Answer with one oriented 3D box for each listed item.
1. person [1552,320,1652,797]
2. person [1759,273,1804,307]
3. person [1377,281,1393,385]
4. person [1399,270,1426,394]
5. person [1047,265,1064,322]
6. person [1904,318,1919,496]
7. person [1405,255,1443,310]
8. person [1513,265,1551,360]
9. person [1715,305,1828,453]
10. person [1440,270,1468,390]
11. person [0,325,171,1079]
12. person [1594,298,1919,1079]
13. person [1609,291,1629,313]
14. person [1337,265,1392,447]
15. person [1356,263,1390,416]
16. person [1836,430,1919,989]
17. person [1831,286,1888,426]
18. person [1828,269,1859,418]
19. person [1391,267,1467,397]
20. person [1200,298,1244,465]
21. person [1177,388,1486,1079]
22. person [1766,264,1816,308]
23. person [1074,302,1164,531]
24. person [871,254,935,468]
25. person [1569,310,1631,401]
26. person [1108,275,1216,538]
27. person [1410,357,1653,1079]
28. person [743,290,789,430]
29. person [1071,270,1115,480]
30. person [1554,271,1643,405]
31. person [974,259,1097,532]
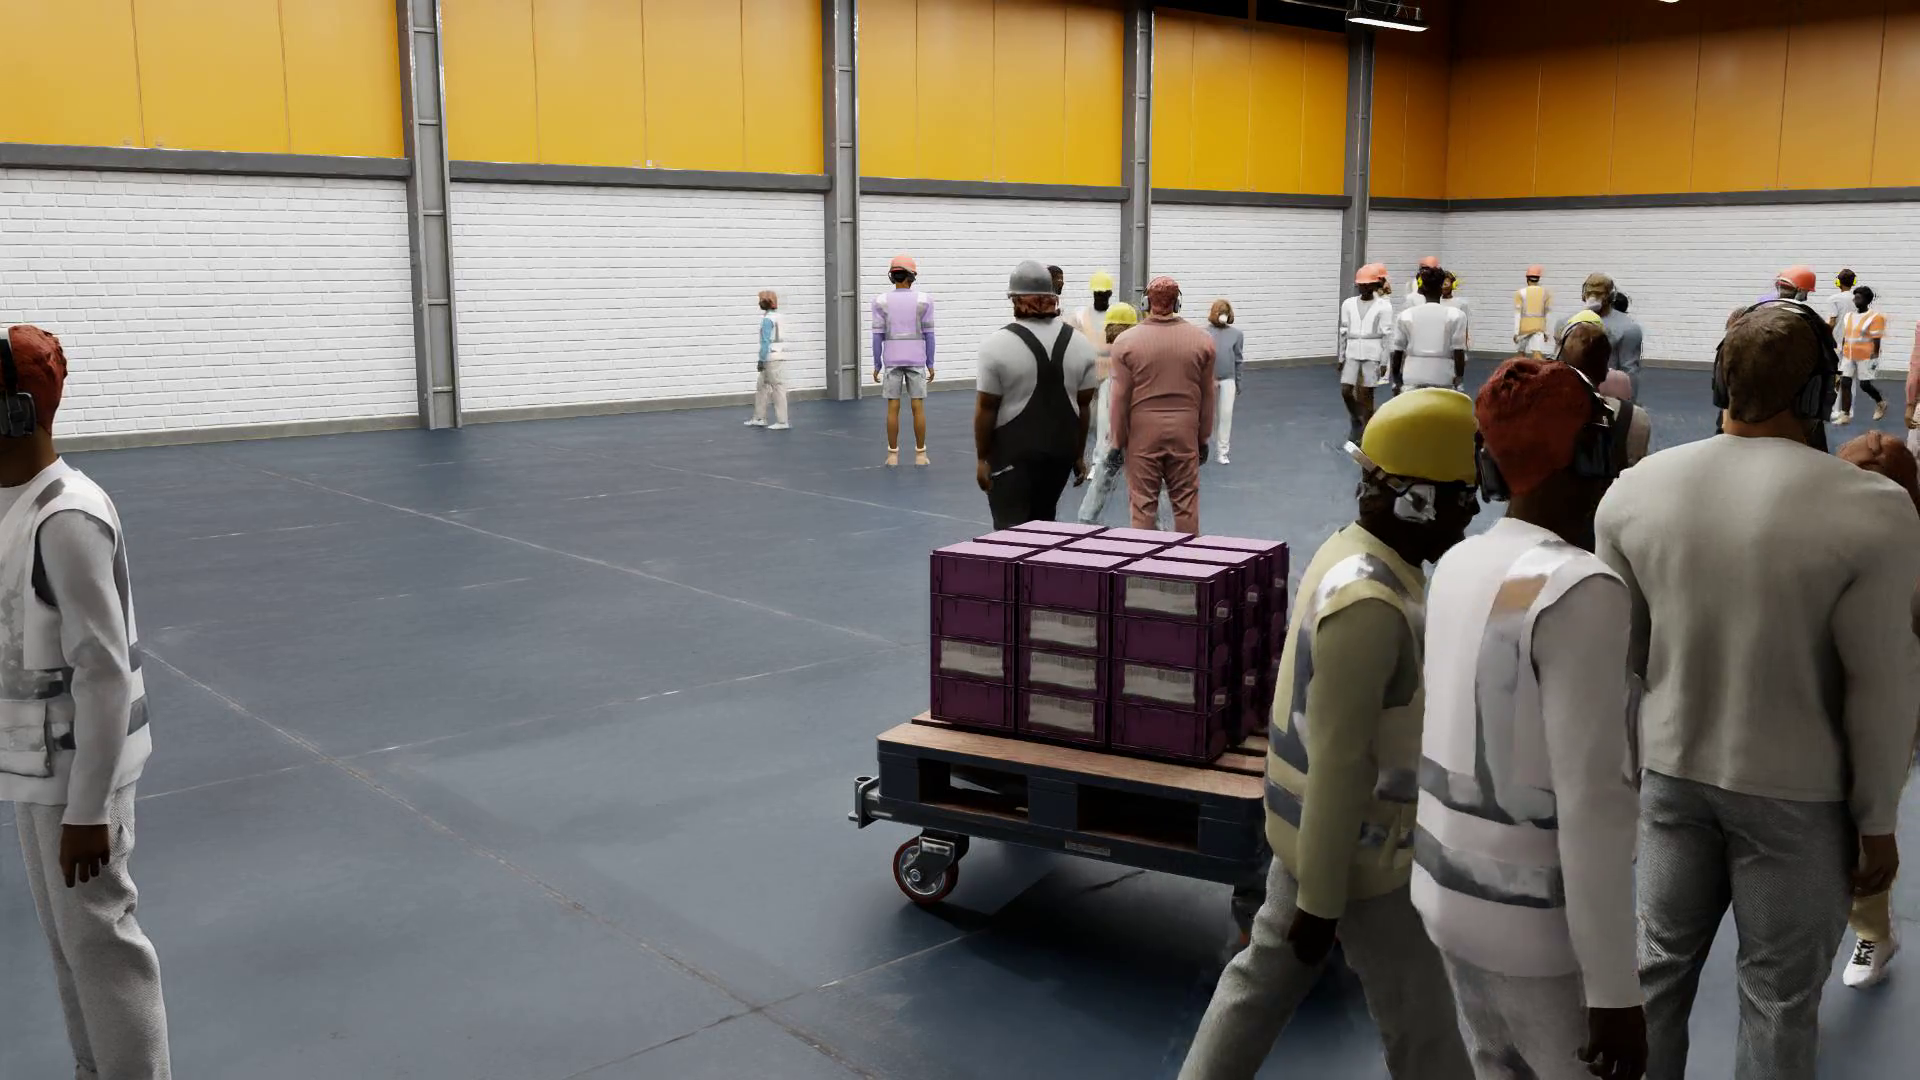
[{"bbox_3d":[2.284,0.113,6.003,0.525,1.806,0.968,-2,10,-10],"label":"person"},{"bbox_3d":[11.320,-2.798,23.021,0.580,1.807,0.945,5,11,28],"label":"person"},{"bbox_3d":[6.664,-3.266,26.245,0.307,1.638,0.511,0,10,-1],"label":"person"},{"bbox_3d":[5.915,-2.556,21.478,0.503,1.853,0.371,-8,12,-38],"label":"person"},{"bbox_3d":[0.978,-2.100,18.600,0.373,1.915,0.596,1,10,6],"label":"person"},{"bbox_3d":[7.073,-0.984,11.942,0.630,1.955,0.775,2,10,10],"label":"person"},{"bbox_3d":[7.013,-3.282,25.178,0.637,2.030,0.588,8,13,40],"label":"person"},{"bbox_3d":[8.576,-3.162,24.901,0.560,1.900,0.934,0,10,2],"label":"person"},{"bbox_3d":[4.230,-0.350,8.798,0.968,1.767,0.669,-2,10,-10],"label":"person"},{"bbox_3d":[5.654,-2.228,19.538,0.522,1.851,0.390,8,13,41],"label":"person"},{"bbox_3d":[-1.897,0.493,3.511,0.337,1.882,0.584,-8,12,-39],"label":"person"},{"bbox_3d":[1.564,0.496,3.336,0.374,1.941,0.627,-8,13,-39],"label":"person"},{"bbox_3d":[6.379,-1.575,16.203,0.404,1.680,0.544,-1,10,-4],"label":"person"},{"bbox_3d":[4.267,-1.937,17.618,0.577,1.924,0.399,6,11,30],"label":"person"},{"bbox_3d":[5.213,-2.527,21.037,0.379,1.937,0.547,1,10,4],"label":"person"},{"bbox_3d":[2.355,0.494,4.371,0.858,1.586,0.504,-7,12,-36],"label":"person"},{"bbox_3d":[10.780,-2.191,19.838,0.650,1.678,0.538,-4,11,-23],"label":"person"},{"bbox_3d":[11.040,-2.453,20.827,0.516,1.863,0.325,-2,10,-10],"label":"person"},{"bbox_3d":[4.094,-1.406,14.509,0.636,1.917,0.967,4,10,21],"label":"person"},{"bbox_3d":[2.534,-1.575,16.383,0.506,1.611,0.688,0,10,-1],"label":"person"},{"bbox_3d":[0.819,0.578,3.342,0.958,1.777,0.617,2,10,9],"label":"person"},{"bbox_3d":[6.132,-1.095,12.579,0.631,1.964,0.750,8,12,37],"label":"person"},{"bbox_3d":[0.994,-0.722,11.117,0.849,1.701,0.508,-1,10,-5],"label":"person"},{"bbox_3d":[-0.537,-1.698,15.896,0.605,2.036,0.393,0,10,0],"label":"person"},{"bbox_3d":[3.516,-0.440,9.454,0.533,1.727,0.900,5,11,26],"label":"person"},{"bbox_3d":[1.190,-0.609,9.896,0.639,1.911,0.402,-1,10,-7],"label":"person"},{"bbox_3d":[0.920,0.639,2.746,0.487,1.863,0.643,-1,10,-3],"label":"person"},{"bbox_3d":[-2.309,-2.088,19.373,0.674,1.614,0.540,0,10,2],"label":"person"},{"bbox_3d":[1.309,-1.528,15.314,0.593,1.903,0.866,4,10,21],"label":"person"},{"bbox_3d":[4.635,-0.996,12.117,0.629,1.919,0.654,9,13,42],"label":"person"},{"bbox_3d":[0.405,-0.508,8.911,0.688,2.000,0.855,-5,11,-26],"label":"person"}]
